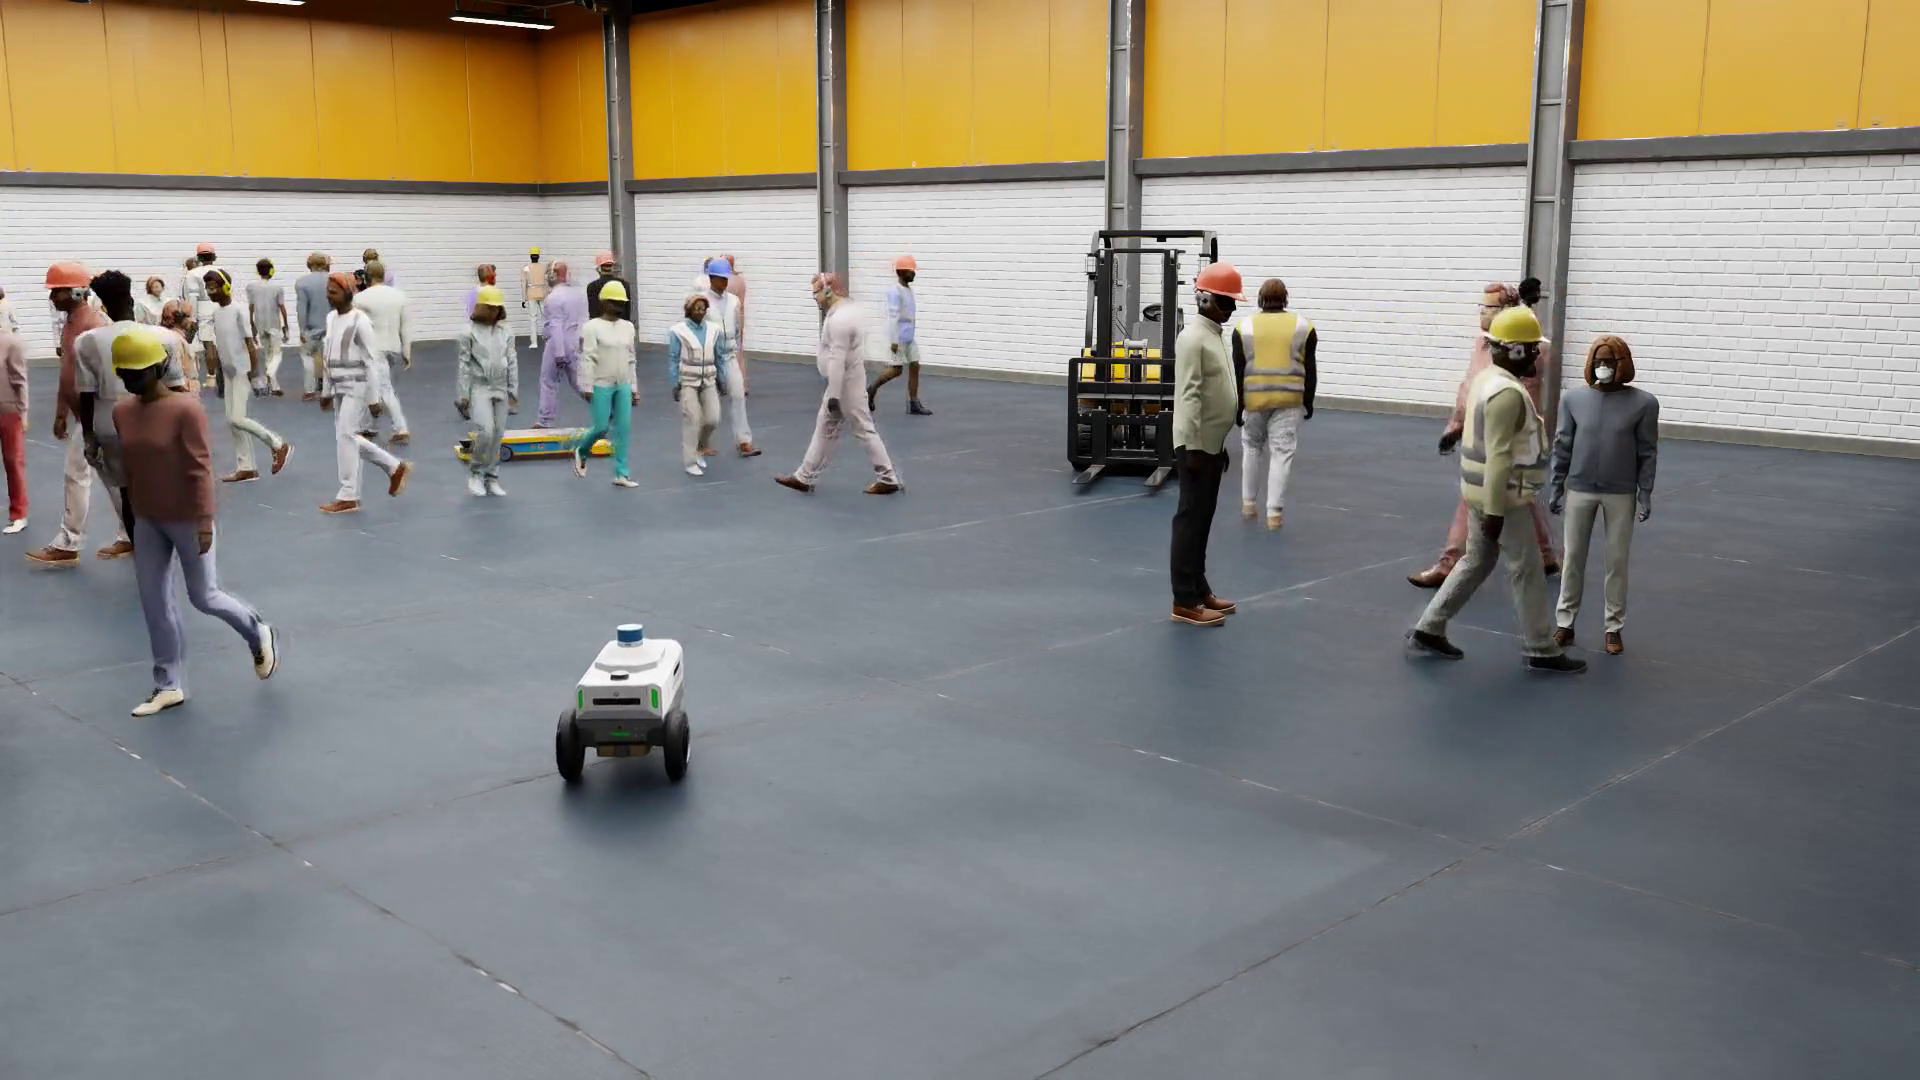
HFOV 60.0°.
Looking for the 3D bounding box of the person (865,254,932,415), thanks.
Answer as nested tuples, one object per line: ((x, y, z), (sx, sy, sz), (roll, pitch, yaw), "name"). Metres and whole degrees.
((-0.762, -2.427, 19.761), (0.805, 1.916, 0.550), (4, 11, 22), "person")

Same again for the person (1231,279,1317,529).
((2.320, -1.017, 12.327), (0.629, 1.808, 0.845), (2, 11, 12), "person")

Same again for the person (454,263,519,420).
((-5.562, -2.317, 19.407), (0.843, 1.817, 0.574), (-10, 14, -43), "person")

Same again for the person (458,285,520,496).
((-3.830, -1.206, 13.572), (0.399, 1.724, 0.481), (9, 14, 39), "person")

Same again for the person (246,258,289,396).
((-9.119, -2.780, 21.878), (0.507, 1.845, 0.750), (0, 10, -1), "person")

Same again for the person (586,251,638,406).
((-4.380, -2.657, 20.912), (0.607, 1.951, 1.049), (-6, 12, -32), "person")

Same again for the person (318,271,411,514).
((-4.657, -1.150, 12.906), (0.743, 1.863, 0.575), (-10, 14, -43), "person")

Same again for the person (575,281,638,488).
((-3.024, -1.330, 14.166), (0.602, 1.751, 0.546), (9, 14, 41), "person")

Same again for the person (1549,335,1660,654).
((3.283, -0.232, 8.517), (0.507, 1.631, 0.266), (6, 12, 29), "person")

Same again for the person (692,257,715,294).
((-3.621, -3.253, 24.543), (0.632, 1.804, 0.826), (-1, 10, -6), "person")

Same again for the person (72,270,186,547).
((-4.985, -0.656, 10.037), (0.610, 1.931, 0.674), (-3, 11, -17), "person")

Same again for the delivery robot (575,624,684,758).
((-1.332, 0.584, 6.743), (0.477, 0.478, 0.707), (0, 11, -2), "delivery robot")

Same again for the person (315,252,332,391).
((-8.781, -3.039, 23.110), (0.560, 1.887, 0.999), (-1, 10, -6), "person")

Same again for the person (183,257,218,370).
((-11.643, -3.389, 25.296), (0.982, 1.802, 0.531), (-5, 11, -24), "person")

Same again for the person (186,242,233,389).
((-10.445, -3.127, 23.198), (0.609, 2.040, 0.395), (-10, 14, -43), "person")

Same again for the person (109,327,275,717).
((-3.507, -0.109, 7.558), (0.547, 1.732, 0.666), (3, 11, 18), "person")

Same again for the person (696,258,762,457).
((-2.272, -1.724, 15.907), (0.621, 1.908, 0.914), (-8, 13, -38), "person")

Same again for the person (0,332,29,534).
((-6.860, -0.889, 11.779), (0.536, 1.747, 0.541), (-2, 11, -9), "person")

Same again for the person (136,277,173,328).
((-9.941, -2.447, 20.624), (0.383, 1.614, 0.515), (7, 13, 34), "person")

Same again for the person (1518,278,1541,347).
((5.933, -1.913, 17.537), (0.319, 1.690, 0.524), (3, 11, 17), "person")

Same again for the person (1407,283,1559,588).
((3.271, -0.636, 10.141), (1.015, 1.855, 0.649), (-1, 10, -3), "person")

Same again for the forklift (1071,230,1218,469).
((1.804, -1.825, 15.677), (1.214, 2.155, 2.313), (2, 11, 13), "forklift")

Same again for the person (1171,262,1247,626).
((1.368, -0.518, 9.201), (0.394, 1.957, 0.609), (4, 11, 22), "person")

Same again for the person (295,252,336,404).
((-8.210, -2.700, 21.220), (0.760, 1.909, 0.640), (10, 14, 44), "person")

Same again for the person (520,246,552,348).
((-8.002, -4.584, 31.446), (0.588, 1.928, 0.383), (-5, 11, -24), "person")

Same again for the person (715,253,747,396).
((-3.134, -2.849, 22.100), (0.648, 1.887, 0.648), (4, 11, 20), "person")

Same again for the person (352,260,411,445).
((-5.964, -1.922, 17.066), (0.997, 1.888, 0.647), (6, 12, 29), "person")

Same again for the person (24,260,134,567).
((-5.756, -0.808, 10.755), (0.883, 1.958, 0.649), (-9, 14, -42), "person")

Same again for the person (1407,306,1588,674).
((2.653, -0.245, 8.160), (0.841, 1.799, 0.607), (2, 11, 8), "person")

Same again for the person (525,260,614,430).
((-4.259, -2.091, 18.033), (0.933, 1.879, 0.643), (3, 11, 15), "person")

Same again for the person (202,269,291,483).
((-6.219, -1.419, 14.419), (0.561, 1.840, 0.553), (8, 13, 38), "person")

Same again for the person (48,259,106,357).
((-10.320, -2.348, 19.465), (0.590, 1.866, 0.694), (-9, 14, -41), "person")

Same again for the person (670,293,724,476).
((-2.342, -1.381, 14.811), (0.551, 1.621, 0.365), (-8, 13, -38), "person")

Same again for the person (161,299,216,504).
((-6.118, -1.073, 13.106), (0.338, 1.632, 0.519), (-5, 12, -26), "person")

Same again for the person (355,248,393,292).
((-8.838, -3.424, 25.097), (0.368, 1.939, 0.632), (9, 14, 41), "person")

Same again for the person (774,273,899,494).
((-0.994, -1.272, 13.669), (1.044, 1.826, 0.716), (-1, 10, -5), "person")

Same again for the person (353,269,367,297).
((-7.685, -2.647, 21.517), (0.537, 1.696, 0.317), (3, 11, 16), "person")

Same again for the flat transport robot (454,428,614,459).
((-4.130, -0.941, 16.106), (1.431, 0.197, 0.652), (-4, 11, -22), "flat transport robot")

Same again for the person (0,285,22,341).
((-11.481, -2.304, 19.871), (0.529, 1.611, 0.615), (-9, 14, -41), "person")
